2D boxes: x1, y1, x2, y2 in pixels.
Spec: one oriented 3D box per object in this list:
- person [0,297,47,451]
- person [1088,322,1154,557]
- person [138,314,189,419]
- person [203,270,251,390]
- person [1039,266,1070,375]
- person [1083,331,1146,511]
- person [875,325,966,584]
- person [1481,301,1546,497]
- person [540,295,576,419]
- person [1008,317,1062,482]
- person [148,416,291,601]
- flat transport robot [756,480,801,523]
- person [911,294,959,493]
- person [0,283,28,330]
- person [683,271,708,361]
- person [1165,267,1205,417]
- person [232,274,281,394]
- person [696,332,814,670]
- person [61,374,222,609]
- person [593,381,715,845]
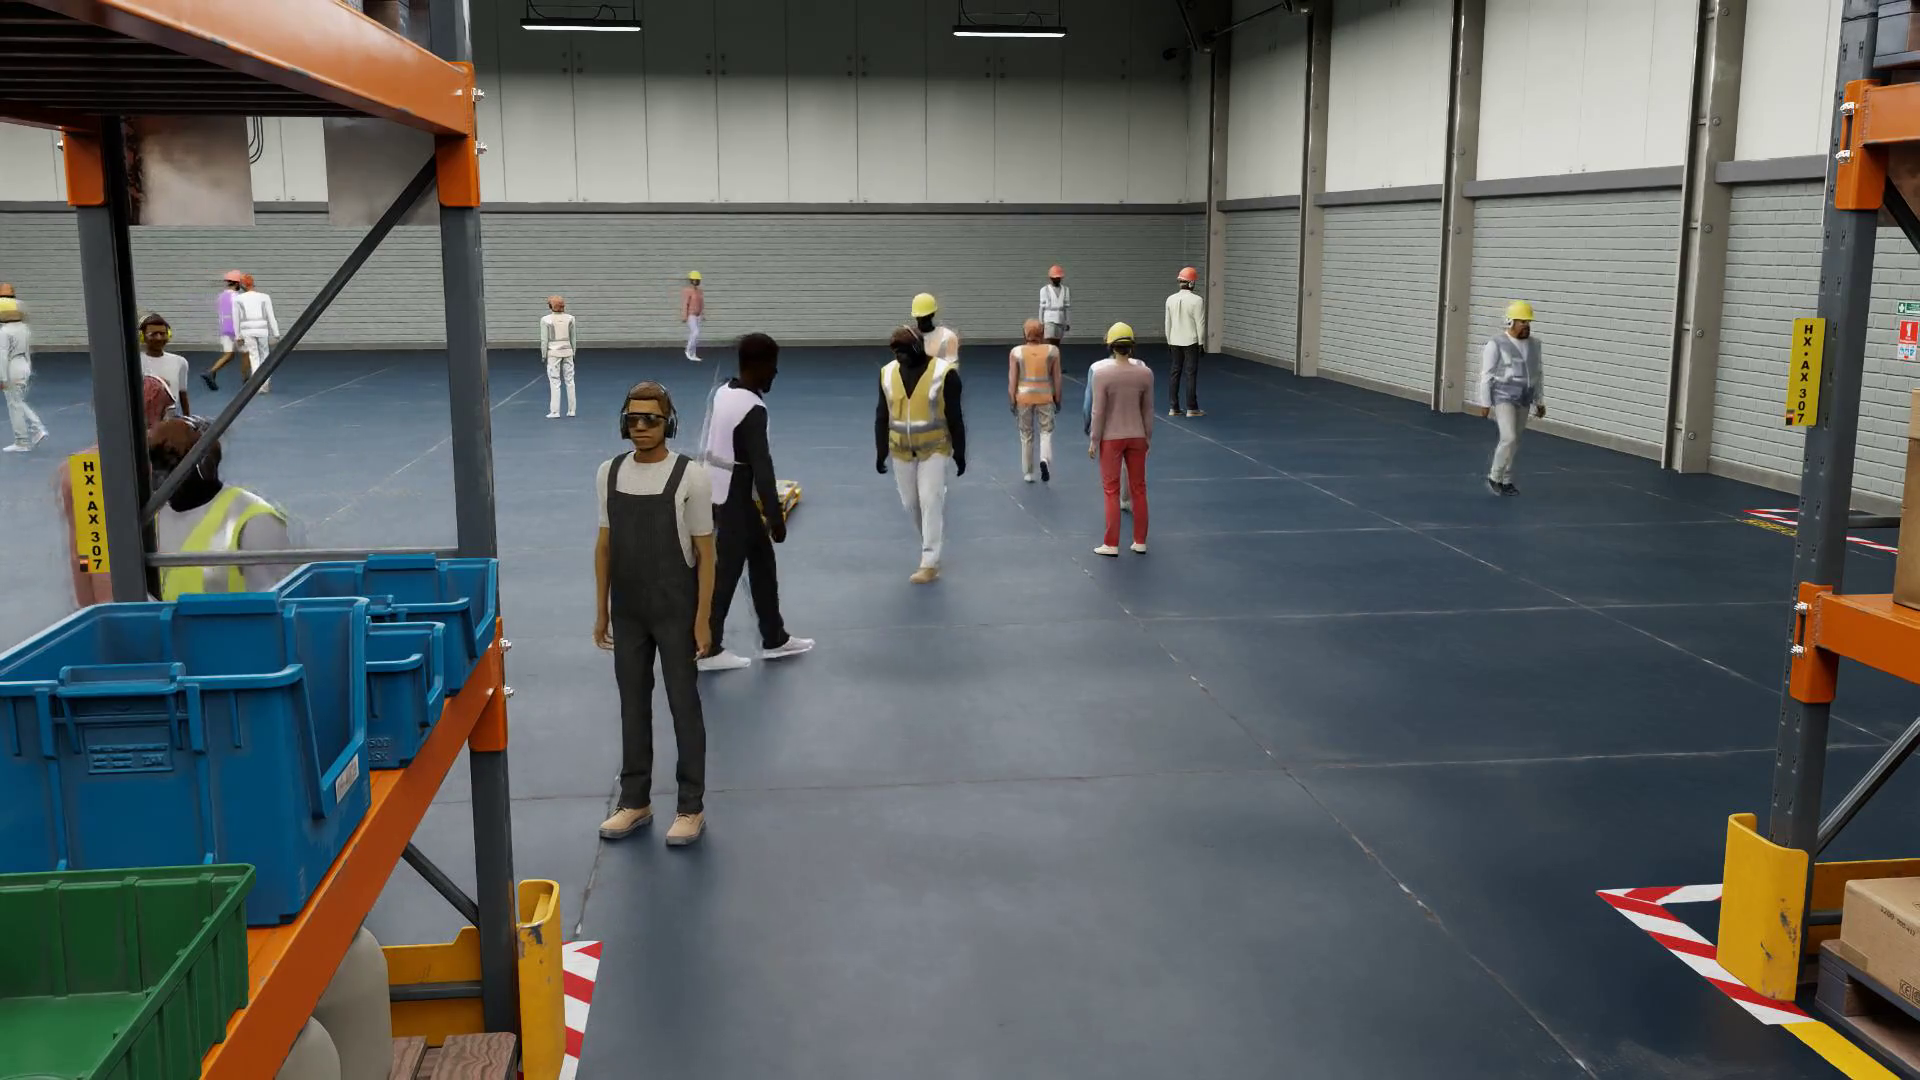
[{"bbox_3d":[-10.602,-1.850,18.628,0.356,1.728,0.511,0,10,0],"label":"person"},{"bbox_3d":[1.211,-0.756,12.574,0.531,1.765,0.327,-4,11,-22],"label":"person"},{"bbox_3d":[-6.231,-0.842,12.918,0.517,1.822,0.999,-6,12,-31],"label":"person"},{"bbox_3d":[-11.420,-3.270,26.021,0.551,1.901,0.873,6,12,30],"label":"person"},{"bbox_3d":[1.665,-3.846,29.197,0.607,1.903,0.589,-4,11,-22],"label":"person"},{"bbox_3d":[1.332,-1.013,14.381,0.542,1.605,0.699,-1,10,-3],"label":"person"},{"bbox_3d":[-0.258,-0.639,11.851,0.674,1.801,0.796,4,11,21],"label":"person"},{"bbox_3d":[5.141,-1.298,15.396,0.593,1.814,0.474,-4,11,-23],"label":"person"},{"bbox_3d":[-5.326,-2.432,22.106,0.512,1.641,0.307,-9,14,-41],"label":"person"},{"bbox_3d":[0.728,-1.345,16.165,0.527,1.624,0.531,0,10,-1],"label":"person"},{"bbox_3d":[-2.502,0.474,5.667,0.635,1.825,0.718,4,11,19],"label":"person"},{"bbox_3d":[-1.786,-0.348,14.435,0.652,0.197,1.431,0,10,1],"label":"flat transport robot"},{"bbox_3d":[-0.292,-1.325,15.372,0.620,1.869,0.932,3,11,15],"label":"person"},{"bbox_3d":[-15.766,-3.440,27.642,0.498,1.634,0.281,-9,14,-41],"label":"person"},{"bbox_3d":[-5.131,-4.325,32.180,0.403,1.752,0.539,4,11,23],"label":"person"},{"bbox_3d":[3.038,-2.655,22.353,0.608,1.995,0.377,9,14,41],"label":"person"},{"bbox_3d":[-10.840,-3.168,25.640,0.647,1.837,0.915,-6,12,-29],"label":"person"},{"bbox_3d":[-1.105,-0.209,9.235,0.830,1.881,0.622,-4,11,-19],"label":"person"},{"bbox_3d":[-3.290,0.265,6.730,0.650,1.866,0.972,-1,10,-6],"label":"person"},{"bbox_3d":[-1.223,0.291,6.609,0.514,1.846,0.339,3,11,16],"label":"person"}]
